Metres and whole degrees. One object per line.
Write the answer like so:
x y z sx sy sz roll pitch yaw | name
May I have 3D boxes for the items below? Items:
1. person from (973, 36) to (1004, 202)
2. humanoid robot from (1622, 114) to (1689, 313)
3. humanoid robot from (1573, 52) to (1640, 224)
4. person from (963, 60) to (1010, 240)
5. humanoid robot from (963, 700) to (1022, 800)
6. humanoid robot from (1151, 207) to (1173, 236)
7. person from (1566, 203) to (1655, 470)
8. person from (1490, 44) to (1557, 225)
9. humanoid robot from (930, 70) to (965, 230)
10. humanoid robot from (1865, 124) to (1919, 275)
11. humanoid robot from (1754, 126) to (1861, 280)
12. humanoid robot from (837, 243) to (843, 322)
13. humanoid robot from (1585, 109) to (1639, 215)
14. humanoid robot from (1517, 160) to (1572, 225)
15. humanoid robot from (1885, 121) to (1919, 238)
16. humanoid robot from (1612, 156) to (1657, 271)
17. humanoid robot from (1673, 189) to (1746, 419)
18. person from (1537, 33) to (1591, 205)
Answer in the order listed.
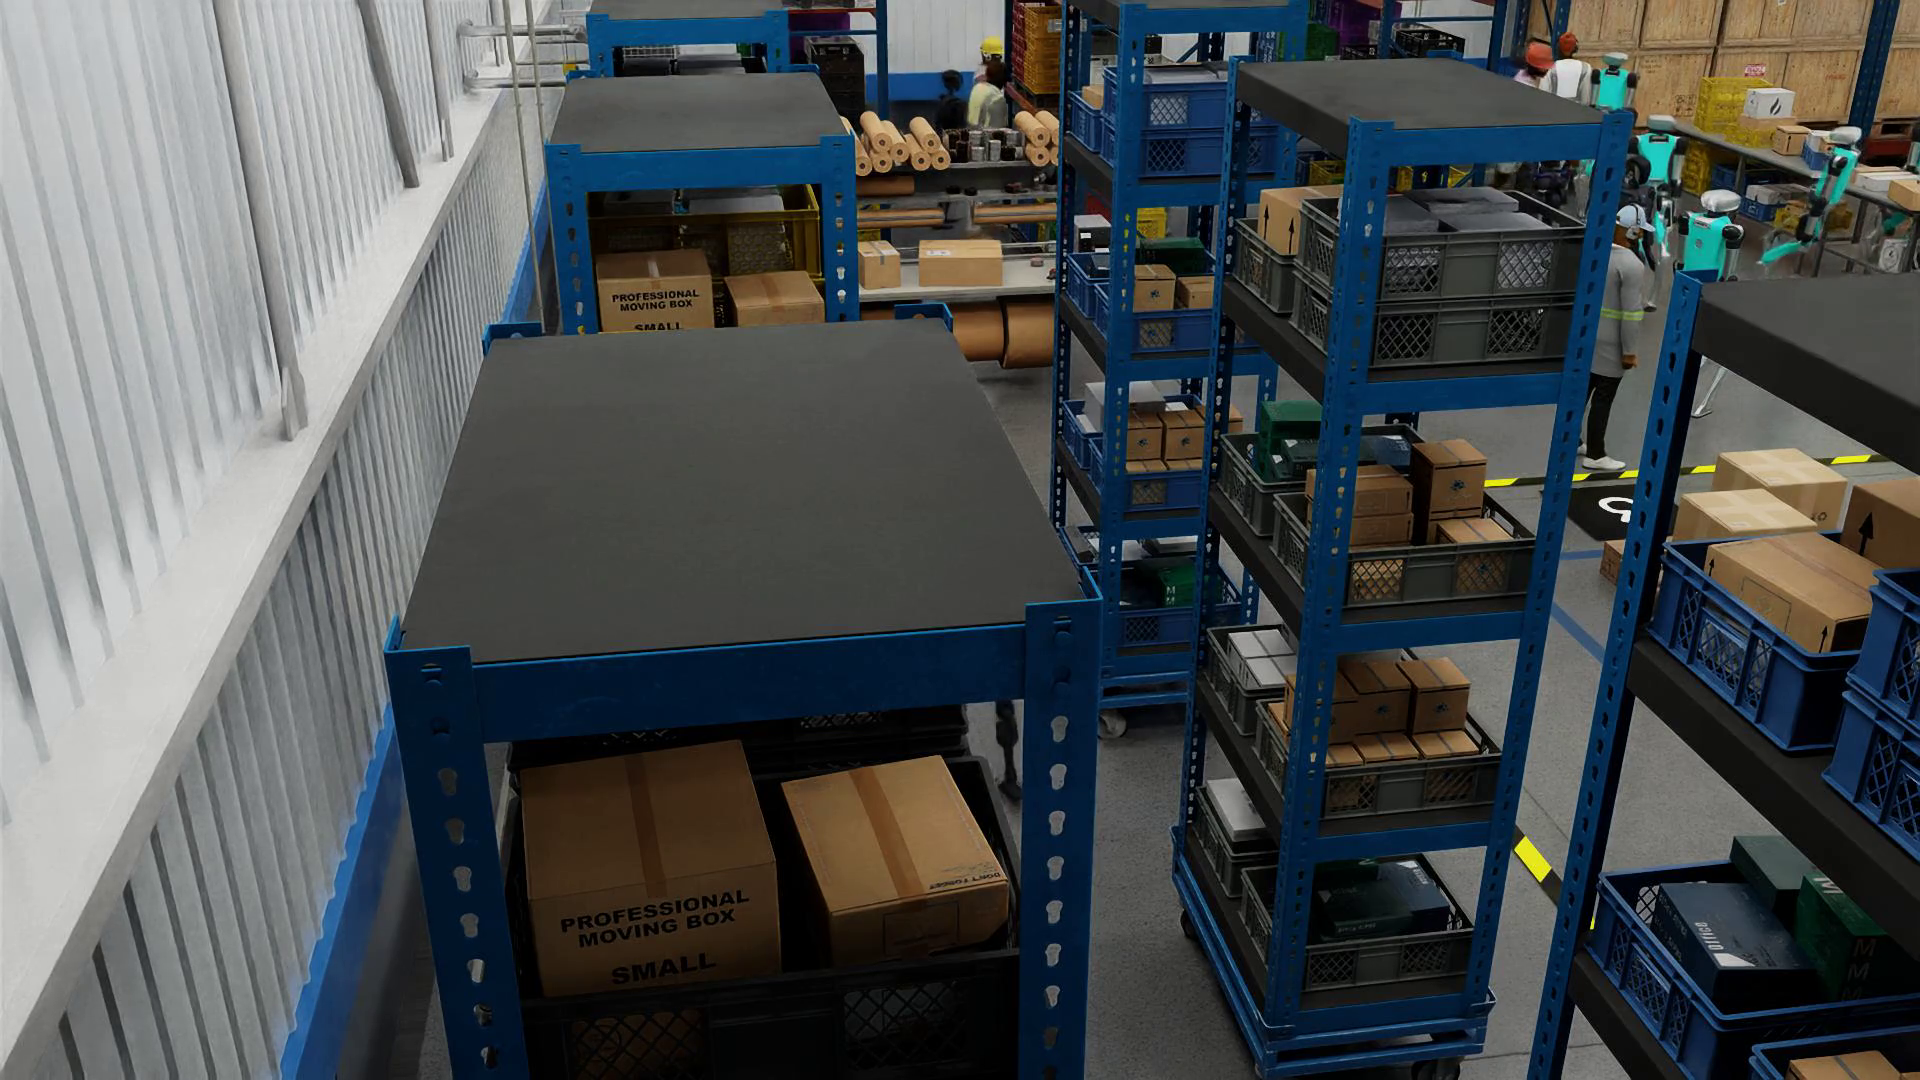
0.337 -4.724 18.714 0.404 1.824 0.584 5 25 10 | person
6.128 -2.802 14.703 0.531 1.762 1.021 3 25 7 | humanoid robot
6.782 -4.279 17.851 0.873 1.782 0.586 -19 31 -35 | humanoid robot
0.213 -4.037 17.240 0.619 1.792 0.658 -10 27 -21 | person
0.091 0.424 7.714 0.616 1.630 0.712 -6 25 -13 | humanoid robot
2.143 -3.913 17.089 0.554 1.760 1.046 -5 25 -11 | humanoid robot
4.474 -1.394 11.439 0.391 1.848 0.586 -7 26 -14 | person
5.895 -4.184 17.357 0.837 1.976 0.695 8 26 17 | person
-0.160 -4.124 17.595 0.422 1.639 0.586 -13 28 -27 | humanoid robot
8.611 -3.026 15.150 0.970 1.740 0.542 -15 28 -29 | humanoid robot
7.232 -2.725 14.484 0.822 1.797 0.562 17 30 33 | humanoid robot
-1.086 -2.245 13.525 0.727 1.619 0.587 -9 26 -19 | humanoid robot
6.272 -3.278 15.795 0.601 1.626 0.709 18 30 33 | humanoid robot
5.588 -3.371 15.928 0.589 1.649 0.337 -8 26 -17 | humanoid robot
9.816 -3.796 16.870 0.603 1.645 0.507 -5 25 -10 | humanoid robot
5.522 -2.322 13.664 0.615 1.651 0.406 -16 29 -30 | humanoid robot
5.554 -1.735 12.158 0.735 1.672 0.533 -11 27 -23 | humanoid robot
6.667 -4.679 18.536 0.572 1.886 0.355 -1 25 -3 | person
